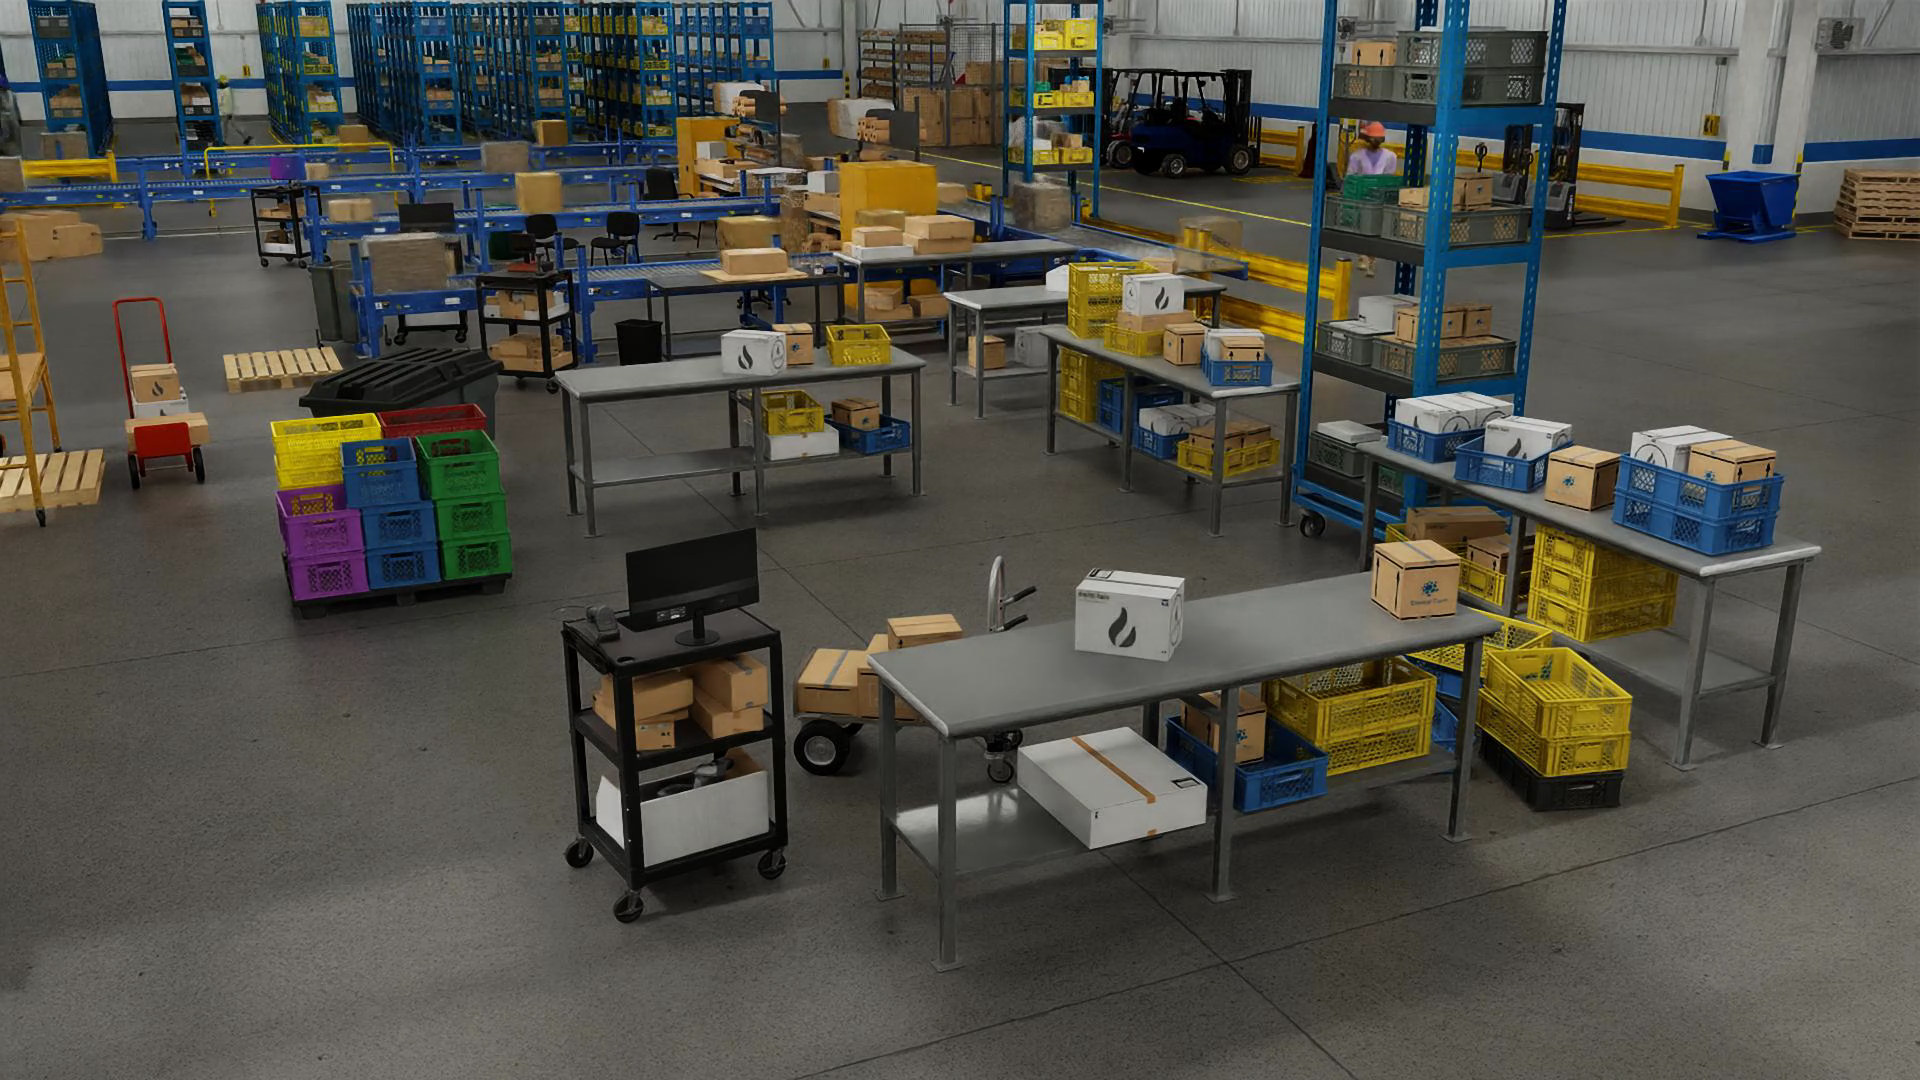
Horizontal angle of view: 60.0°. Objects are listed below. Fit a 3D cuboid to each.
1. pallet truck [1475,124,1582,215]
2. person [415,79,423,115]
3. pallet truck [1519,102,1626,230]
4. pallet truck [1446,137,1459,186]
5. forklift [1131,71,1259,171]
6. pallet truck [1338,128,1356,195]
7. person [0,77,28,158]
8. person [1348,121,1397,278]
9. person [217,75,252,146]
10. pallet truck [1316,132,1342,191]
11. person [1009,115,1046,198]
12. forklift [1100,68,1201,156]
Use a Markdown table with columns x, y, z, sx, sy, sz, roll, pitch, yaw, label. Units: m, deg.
| x | y | z | sx | sy | sz | roll | pitch | yaw | label |
| --- | --- | --- | --- | --- | --- | --- | --- | --- | --- |
| 9.707 | -6.455 | 28.103 | 1.885 | 1.965 | 0.823 | -7 | 19 | -20 | pallet truck |
| -14.342 | -11.395 | 43.932 | 0.501 | 1.834 | 0.564 | -6 | 19 | -18 | person |
| 9.972 | -6.037 | 26.785 | 1.885 | 1.965 | 0.823 | -9 | 20 | -25 | pallet truck |
| 9.184 | -6.485 | 29.328 | 1.630 | 1.274 | 0.653 | -8 | 19 | -23 | pallet truck |
| 4.998 | -8.936 | 35.413 | 2.680 | 1.987 | 1.157 | -9 | 20 | -25 | forklift |
| 7.845 | -7.140 | 31.411 | 1.522 | 1.261 | 0.704 | -9 | 20 | -25 | pallet truck |
| -22.704 | -10.047 | 39.578 | 0.761 | 1.906 | 0.670 | 9 | 20 | 27 | person |
| 5.433 | -4.530 | 22.033 | 0.617 | 2.002 | 1.039 | 3 | 18 | 10 | person |
| -18.930 | -11.136 | 43.164 | 0.812 | 1.808 | 0.599 | -9 | 20 | -27 | person |
| 7.723 | -7.504 | 32.656 | 1.601 | 1.201 | 0.680 | -8 | 19 | -23 | pallet truck |
| 1.244 | -7.051 | 30.186 | 0.886 | 1.879 | 0.654 | 10 | 20 | 29 | person |
| 4.082 | -9.564 | 37.410 | 2.680 | 1.987 | 1.157 | -8 | 19 | -23 | forklift |
